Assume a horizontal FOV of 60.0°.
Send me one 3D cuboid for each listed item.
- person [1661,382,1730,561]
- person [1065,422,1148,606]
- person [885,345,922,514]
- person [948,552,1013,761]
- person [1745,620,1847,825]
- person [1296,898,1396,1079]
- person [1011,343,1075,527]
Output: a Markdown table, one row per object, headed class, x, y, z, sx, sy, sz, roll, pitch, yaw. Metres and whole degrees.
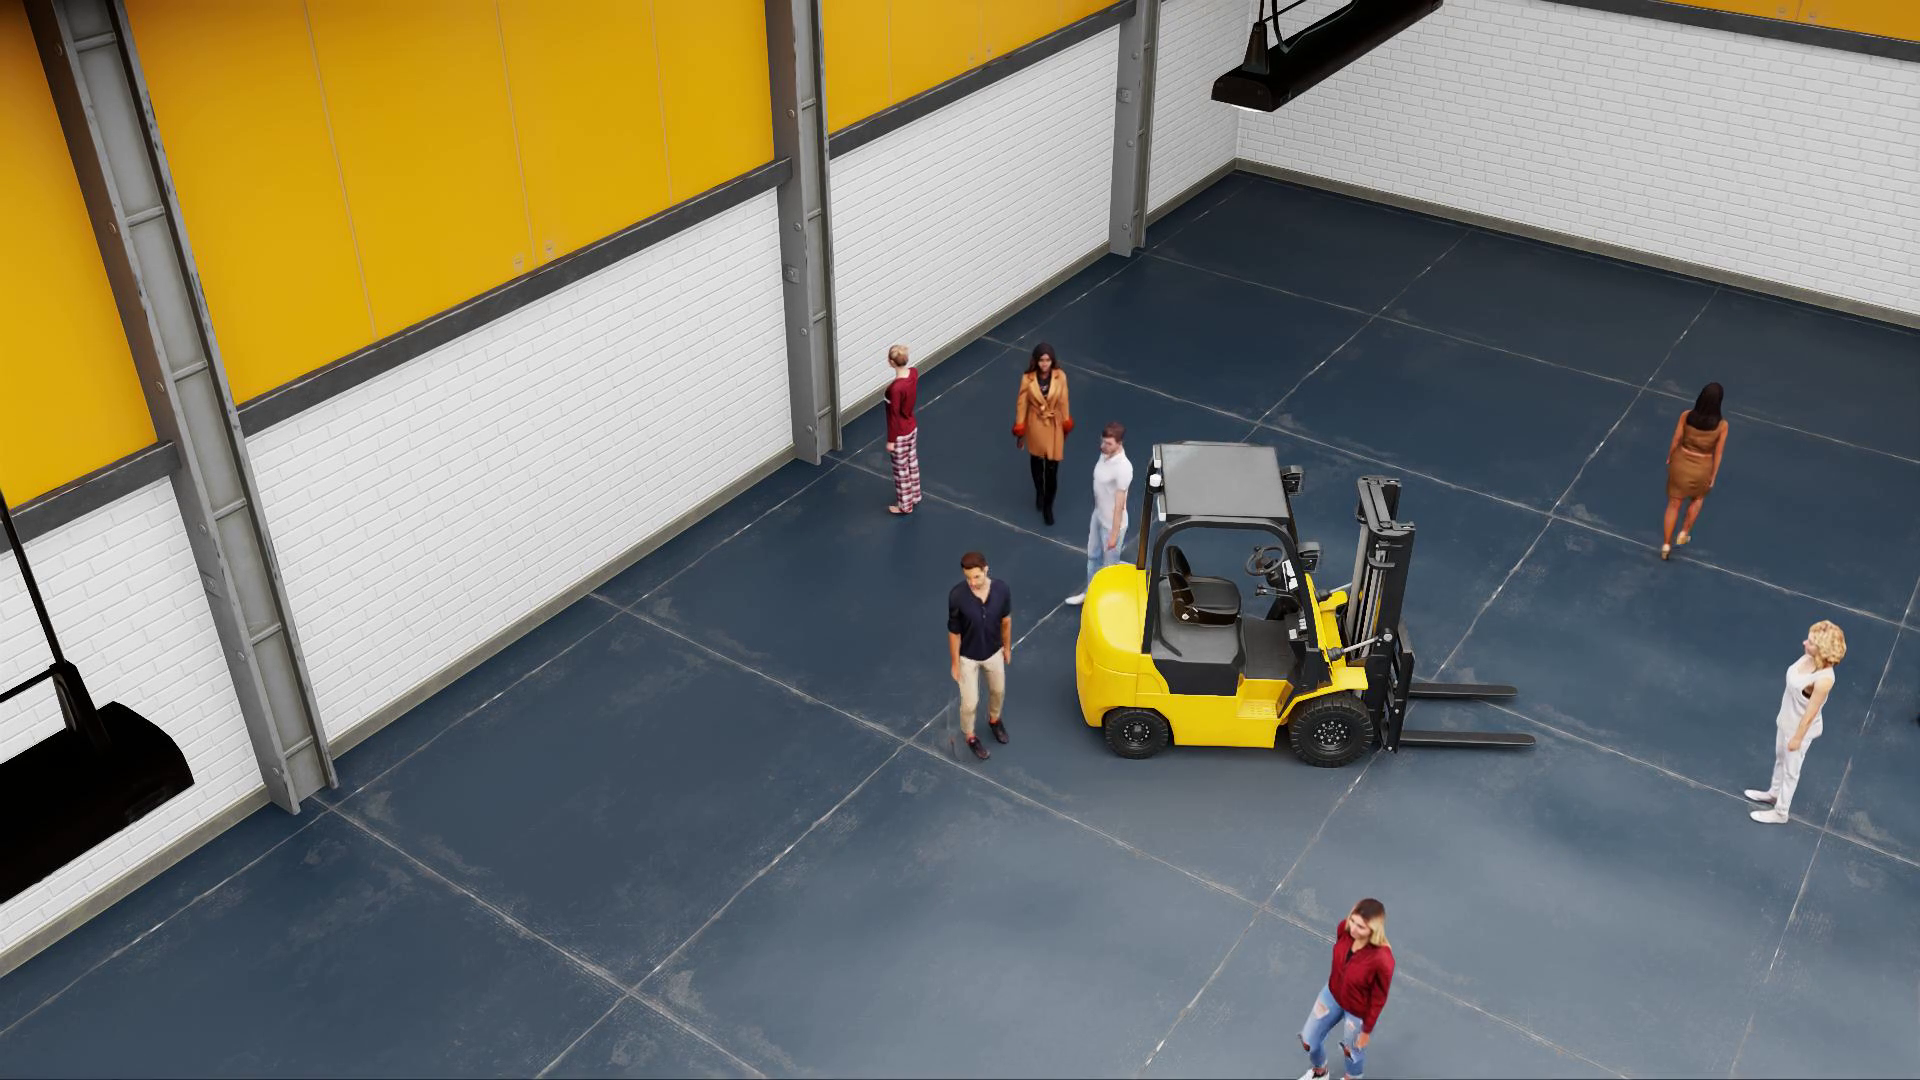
| class | x | y | z | sx | sy | sz | roll | pitch | yaw |
| --- | --- | --- | --- | --- | --- | --- | --- | --- | --- |
| person | 6.299 | -0.553 | 14.377 | 0.601 | 1.672 | 0.683 | 18 | 37 | 25 |
| person | 1.316 | -0.165 | 13.643 | 1.108 | 1.840 | 1.006 | -8 | 34 | -11 |
| person | -0.519 | -1.017 | 15.046 | 0.720 | 1.705 | 0.514 | 13 | 36 | 19 |
| person | 0.114 | 0.809 | 12.203 | 0.789 | 1.811 | 0.861 | -16 | 37 | -22 |
| person | 5.886 | 1.277 | 11.637 | 0.708 | 1.659 | 0.591 | 8 | 34 | 12 |
| person | 2.311 | 2.655 | 9.597 | 0.711 | 1.620 | 0.689 | -22 | 39 | -29 |
| person | 0.742 | -1.030 | 15.064 | 0.922 | 1.706 | 0.982 | 1 | 34 | 1 |
